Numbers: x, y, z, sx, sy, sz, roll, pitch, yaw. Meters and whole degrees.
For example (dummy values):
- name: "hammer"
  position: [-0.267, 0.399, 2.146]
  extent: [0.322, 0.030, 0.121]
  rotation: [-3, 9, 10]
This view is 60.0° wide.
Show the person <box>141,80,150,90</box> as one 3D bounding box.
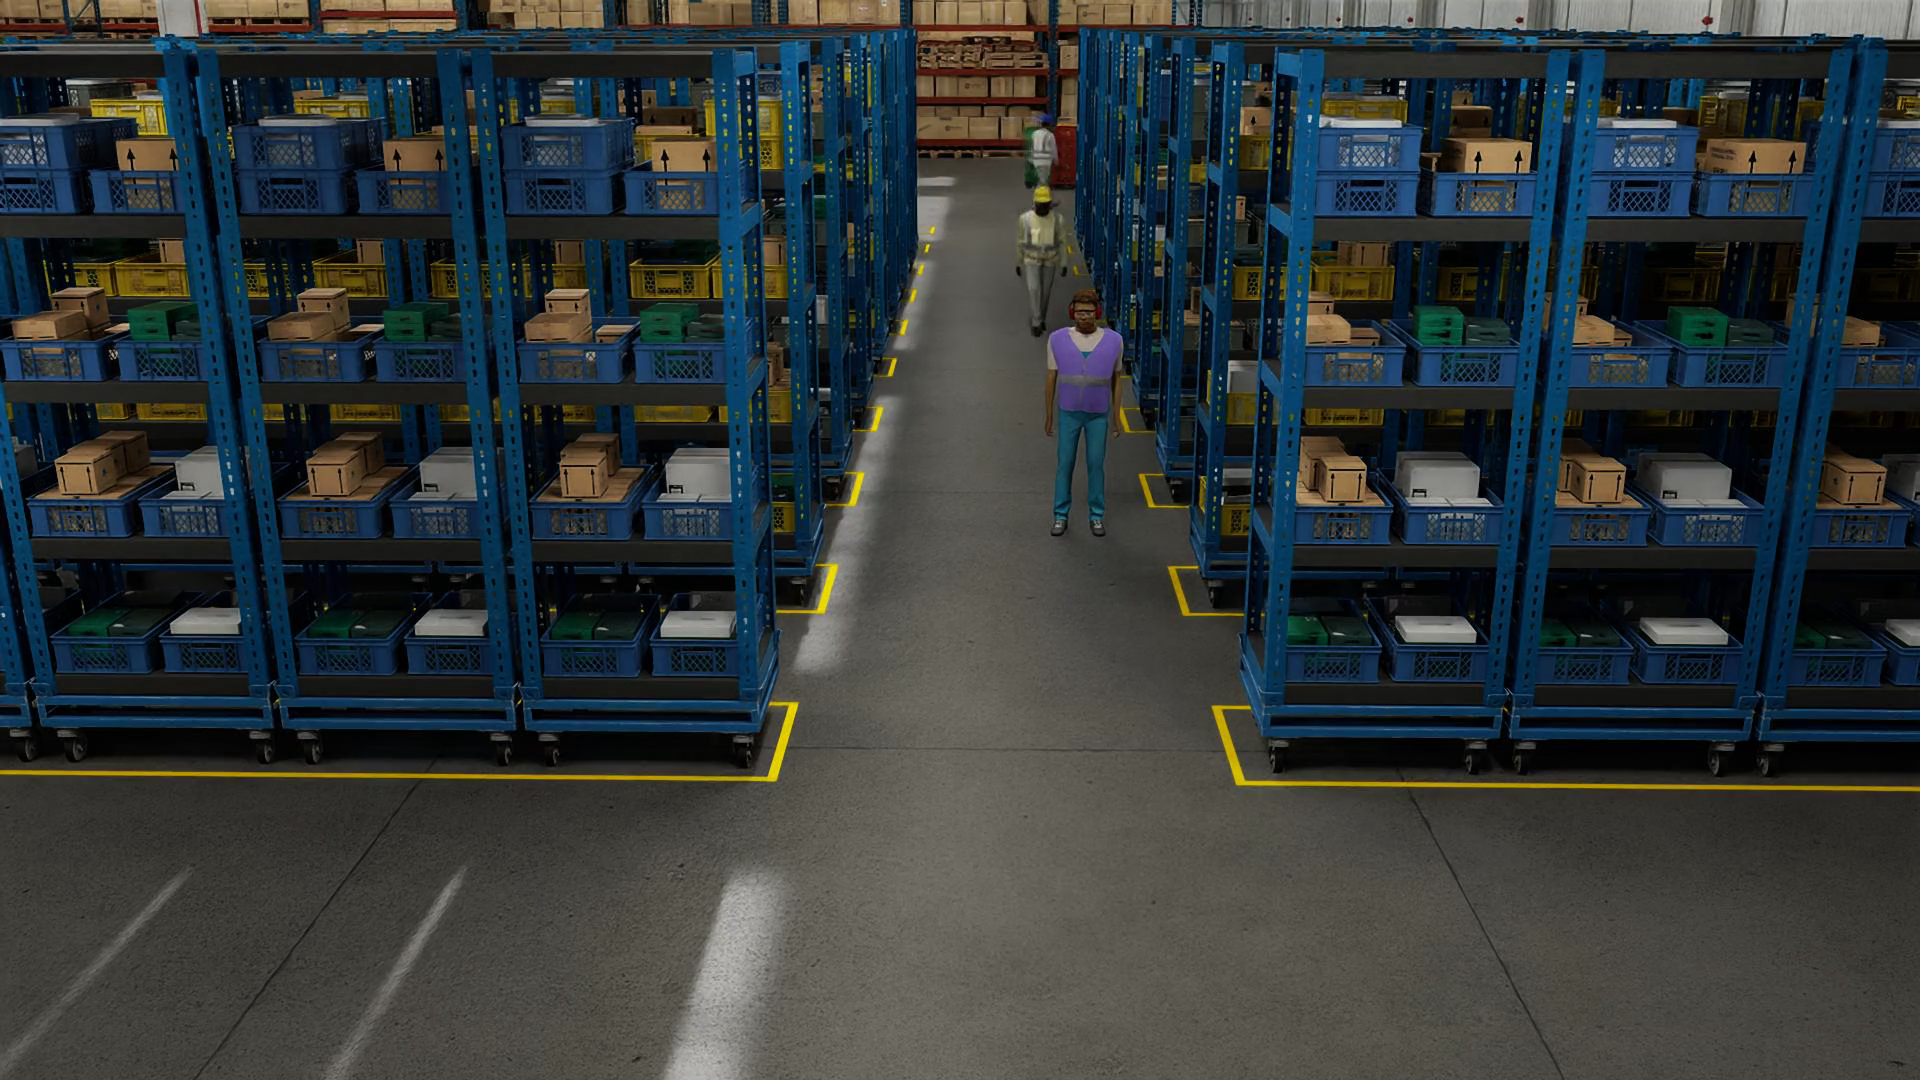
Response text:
- name: "person"
  position: [-26.007, -13.773, 53.243]
  extent: [0.429, 1.841, 0.633]
  rotation: [4, 18, 13]

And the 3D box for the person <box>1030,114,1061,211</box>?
- name: "person"
  position: [1.763, -7.533, 33.248]
  extent: [0.952, 1.900, 0.641]
  rotation: [-13, 22, -36]

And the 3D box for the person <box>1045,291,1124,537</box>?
- name: "person"
  position: [0.915, -0.938, 12.327]
  extent: [0.571, 1.843, 0.372]
  rotation: [1, 17, 2]

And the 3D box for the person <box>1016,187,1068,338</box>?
- name: "person"
  position: [1.004, -3.377, 20.202]
  extent: [0.618, 1.780, 0.917]
  rotation: [-1, 17, -5]
